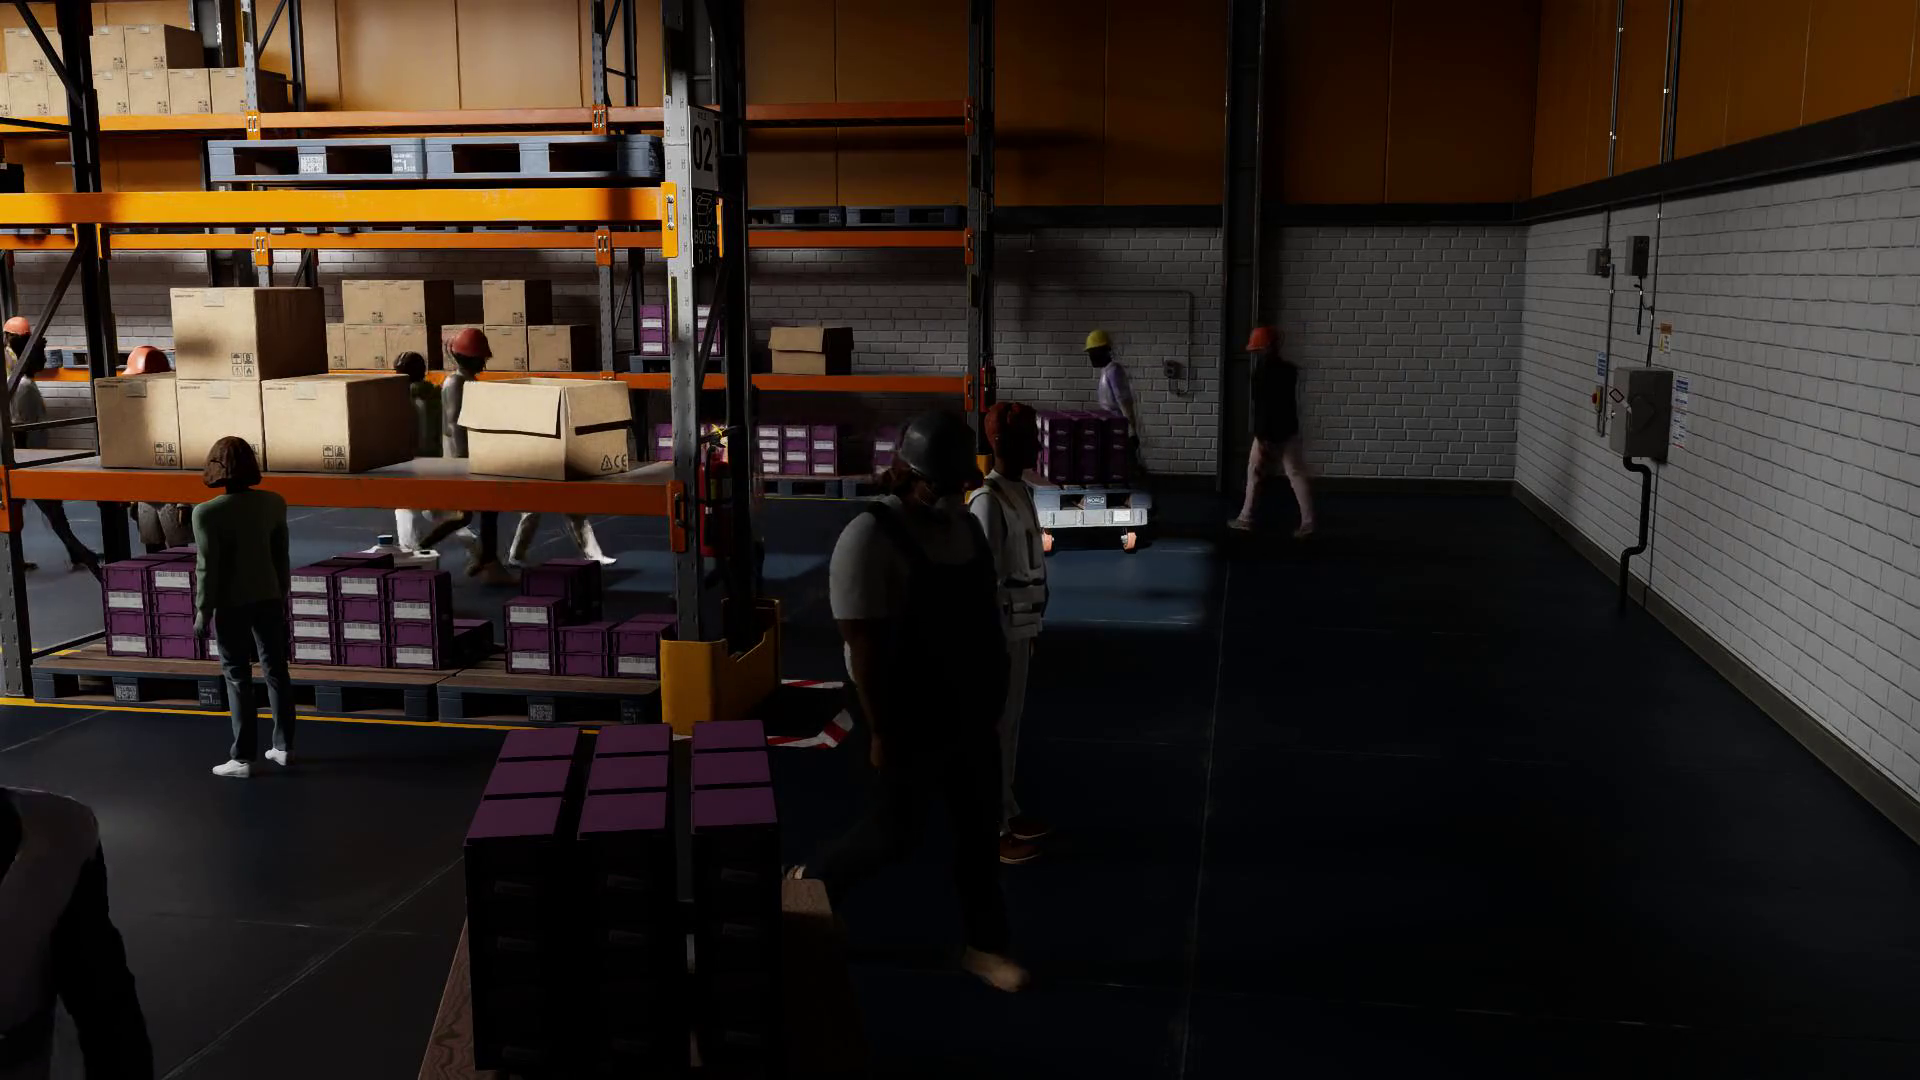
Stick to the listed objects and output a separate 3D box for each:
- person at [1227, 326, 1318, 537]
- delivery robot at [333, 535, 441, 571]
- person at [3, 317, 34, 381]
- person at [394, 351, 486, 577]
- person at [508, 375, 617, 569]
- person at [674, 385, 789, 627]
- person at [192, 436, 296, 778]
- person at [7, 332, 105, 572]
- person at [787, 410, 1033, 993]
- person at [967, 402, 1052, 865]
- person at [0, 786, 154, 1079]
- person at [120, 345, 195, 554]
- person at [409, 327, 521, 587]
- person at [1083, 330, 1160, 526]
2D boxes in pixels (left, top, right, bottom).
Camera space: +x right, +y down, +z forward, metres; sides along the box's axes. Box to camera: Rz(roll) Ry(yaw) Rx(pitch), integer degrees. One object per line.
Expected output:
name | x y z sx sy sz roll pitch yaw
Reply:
person | 2.889 -0.984 15.174 0.640 1.922 1.050 -6 11 -32
delivery robot | -4.026 0.208 11.698 0.707 0.478 0.477 -4 10 -22
person | -10.079 -1.421 17.854 0.374 1.927 0.542 0 9 -3
person | -4.085 -0.554 12.859 0.767 1.811 0.647 2 9 14
person | -3.281 -0.537 13.436 0.862 1.586 0.494 2 9 12
person | -1.541 -0.212 11.126 0.702 1.682 0.541 -1 9 -6
person | -3.429 0.319 7.965 0.281 1.634 0.498 5 11 30
person | -7.362 -0.701 13.363 0.923 1.925 0.628 -7 11 -36
person | -0.192 0.501 5.575 0.816 2.000 0.696 9 13 43
person | 0.202 0.374 6.857 0.355 1.882 0.575 2 9 12
person | -1.574 1.061 2.606 0.760 1.885 0.588 5 10 27
person | -5.207 -0.292 10.815 0.545 1.938 0.362 4 10 23
person | -3.792 -0.604 12.547 0.834 2.011 0.617 1 9 4
person | 1.434 -1.041 15.703 1.024 1.861 0.621 0 9 3
